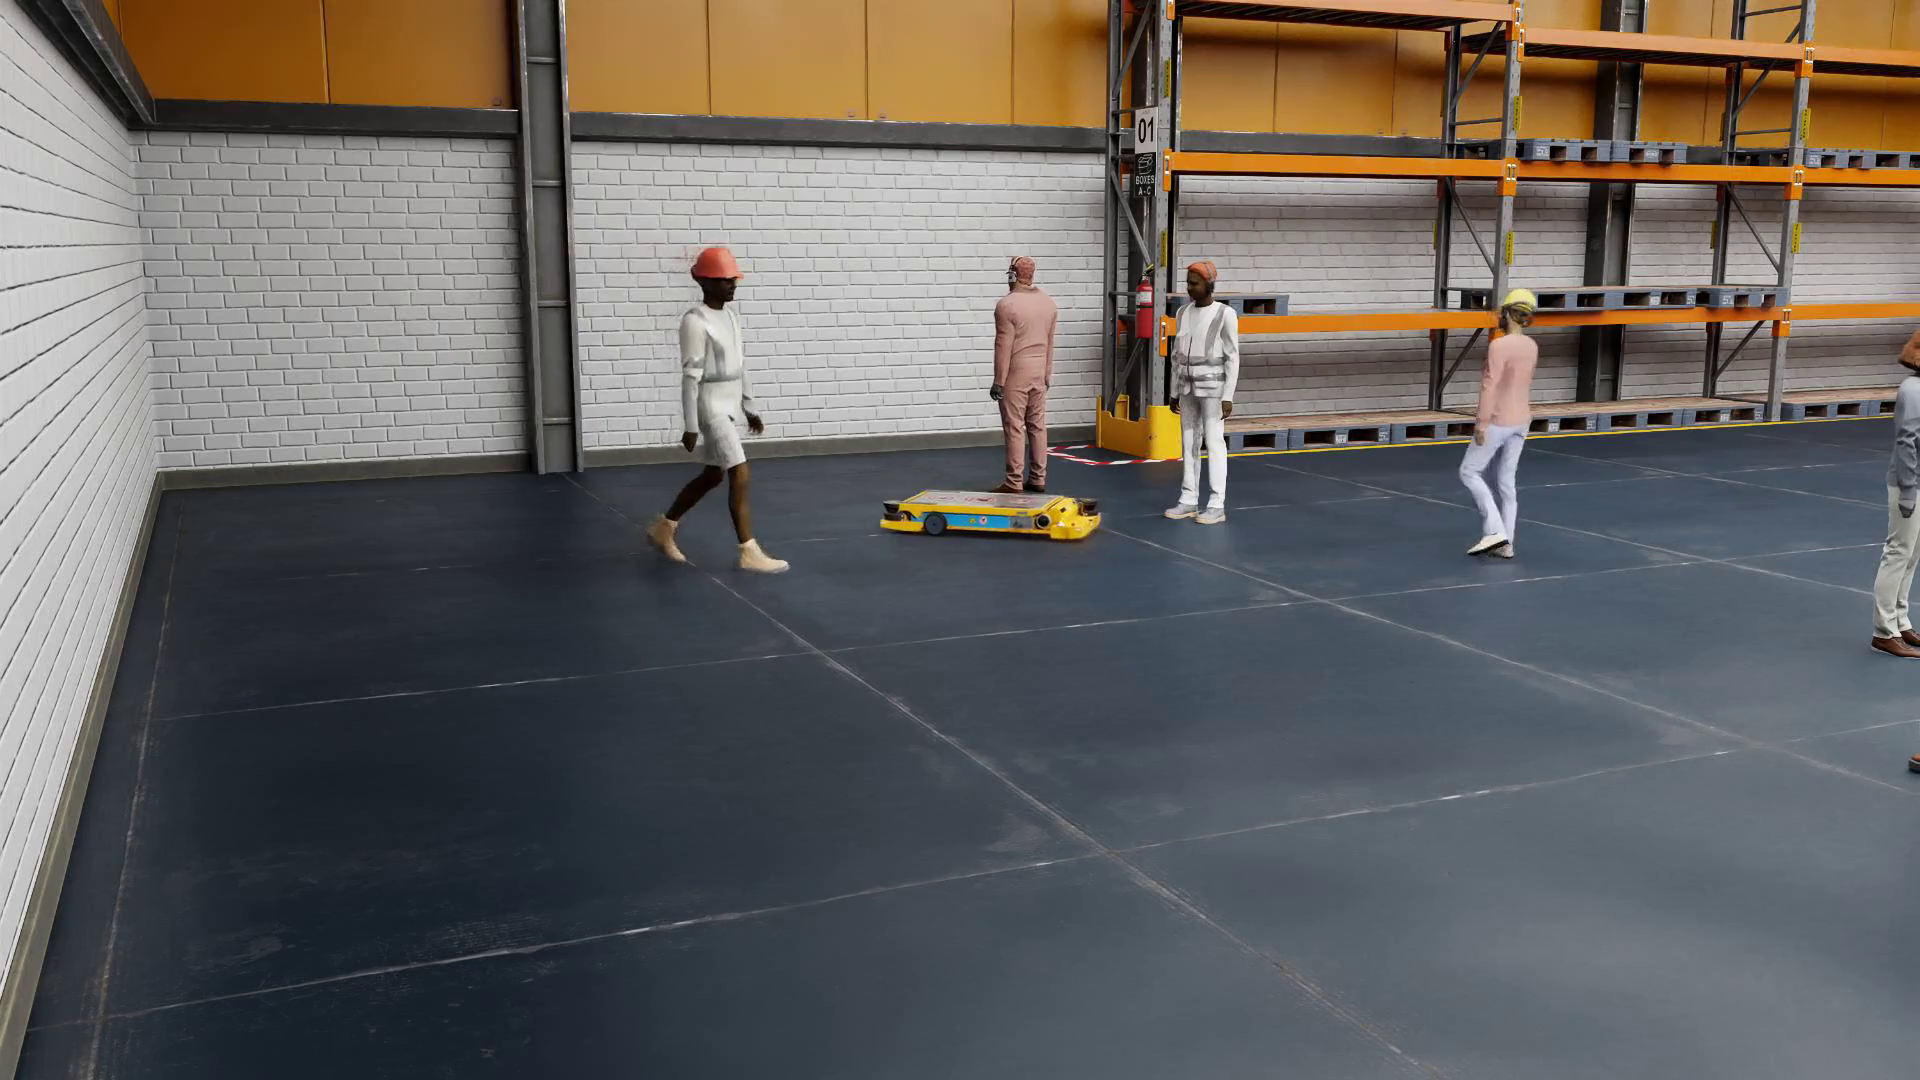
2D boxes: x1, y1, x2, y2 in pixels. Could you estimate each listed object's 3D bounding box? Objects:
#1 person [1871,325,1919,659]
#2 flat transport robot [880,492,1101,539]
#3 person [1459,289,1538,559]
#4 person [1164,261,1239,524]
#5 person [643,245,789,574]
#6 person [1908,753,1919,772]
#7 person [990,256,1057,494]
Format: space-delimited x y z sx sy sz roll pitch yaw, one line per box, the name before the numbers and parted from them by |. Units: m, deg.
person | 4.705 -0.247 8.165 0.286 1.636 0.497 10 14 43
flat transport robot | 0.220 -0.189 11.641 1.431 0.197 0.652 3 11 16
person | 3.479 -0.728 10.620 0.608 1.727 0.384 -8 13 -39
person | 1.745 -1.060 11.998 0.337 1.882 0.585 -8 13 -39
person | -1.546 -0.799 10.233 0.969 2.008 0.608 2 10 12
person | 3.844 -0.021 6.059 0.362 1.939 0.635 -1 10 -7
person | 0.477 -1.307 13.314 0.409 1.906 0.652 10 14 44
